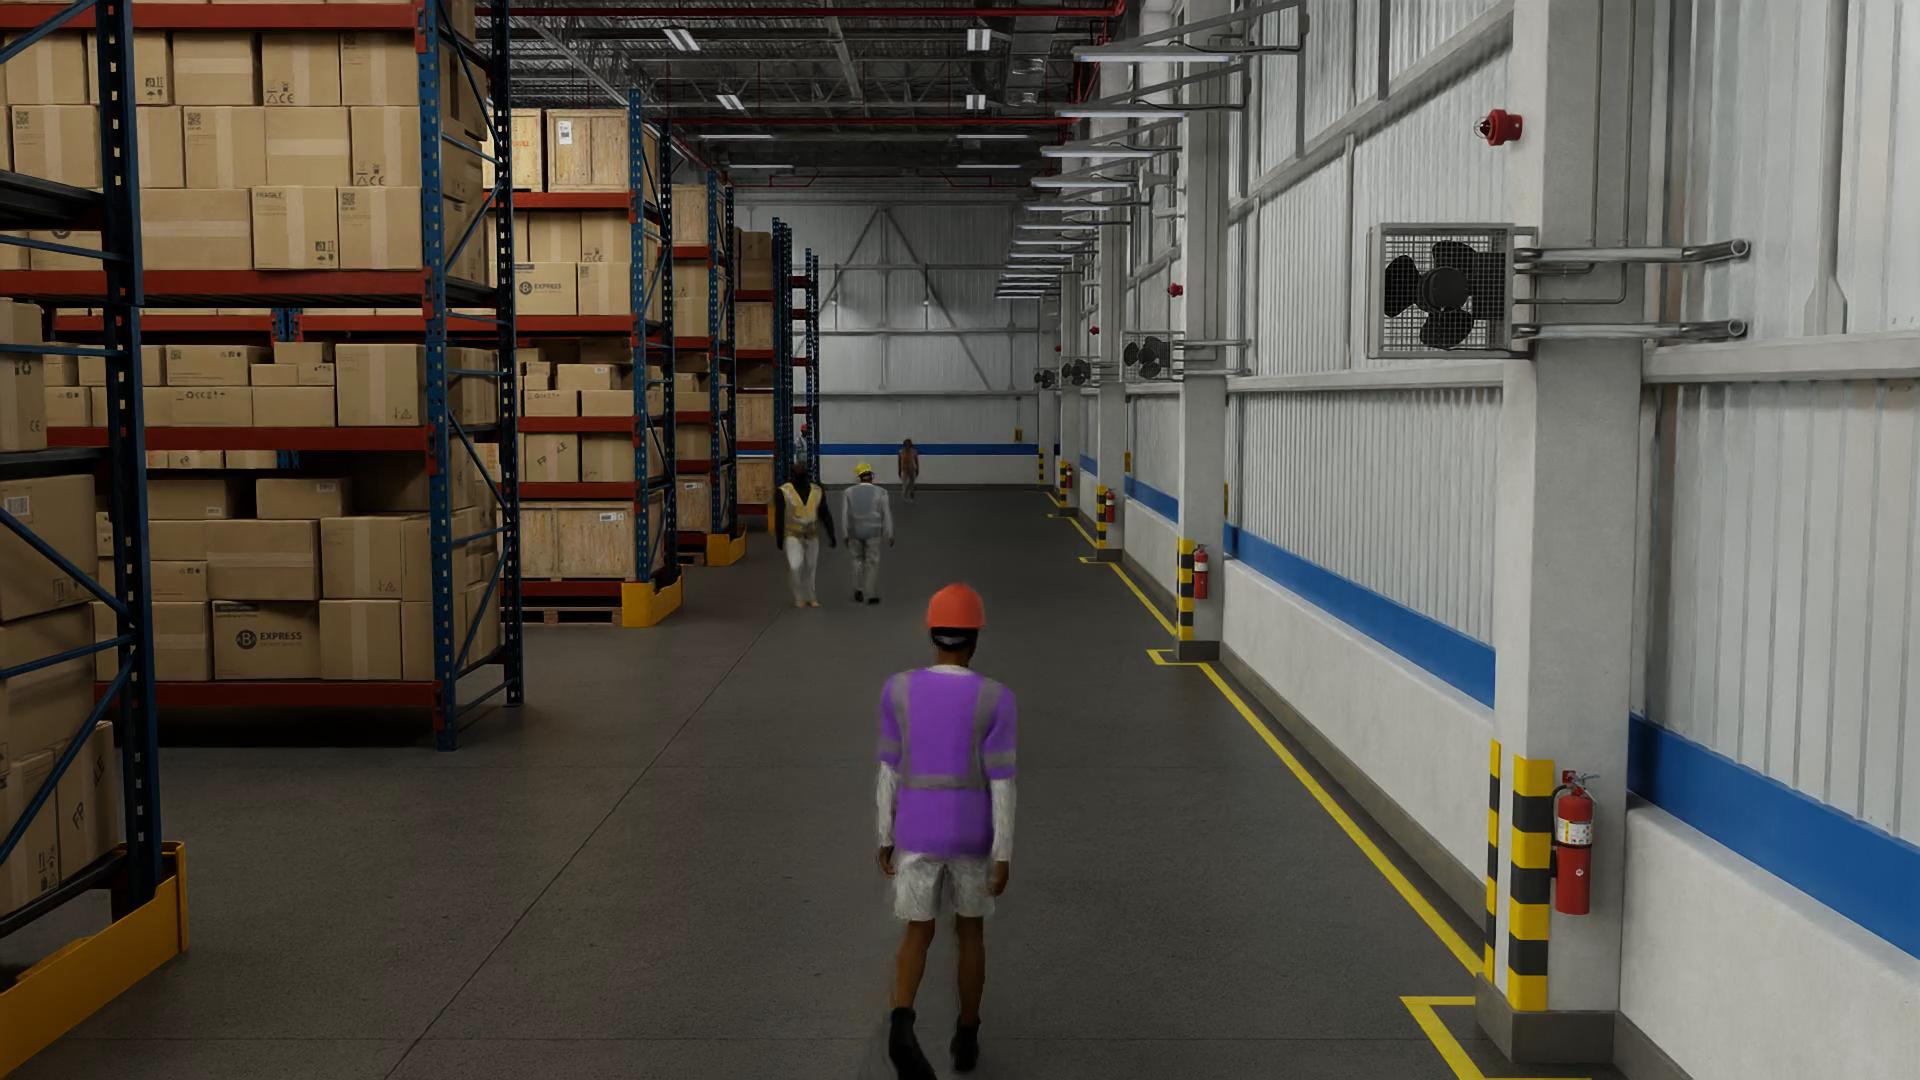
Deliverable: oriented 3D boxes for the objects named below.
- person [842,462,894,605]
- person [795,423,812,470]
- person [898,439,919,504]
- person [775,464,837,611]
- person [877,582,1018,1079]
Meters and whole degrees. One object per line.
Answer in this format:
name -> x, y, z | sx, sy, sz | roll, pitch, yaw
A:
person -> -1.153, -0.079, 21.019 | 0.632, 1.805, 0.470 | 1, 5, 14
person -> -4.133, -2.134, 44.224 | 0.377, 1.932, 0.551 | 3, 6, 35
person -> -1.271, -1.704, 41.100 | 0.523, 1.611, 0.800 | 0, 5, 4
person -> -1.889, -0.031, 20.512 | 0.745, 1.808, 0.596 | -2, 5, -24
person -> -0.069, 1.129, 6.304 | 0.562, 1.920, 0.706 | 1, 5, 10
